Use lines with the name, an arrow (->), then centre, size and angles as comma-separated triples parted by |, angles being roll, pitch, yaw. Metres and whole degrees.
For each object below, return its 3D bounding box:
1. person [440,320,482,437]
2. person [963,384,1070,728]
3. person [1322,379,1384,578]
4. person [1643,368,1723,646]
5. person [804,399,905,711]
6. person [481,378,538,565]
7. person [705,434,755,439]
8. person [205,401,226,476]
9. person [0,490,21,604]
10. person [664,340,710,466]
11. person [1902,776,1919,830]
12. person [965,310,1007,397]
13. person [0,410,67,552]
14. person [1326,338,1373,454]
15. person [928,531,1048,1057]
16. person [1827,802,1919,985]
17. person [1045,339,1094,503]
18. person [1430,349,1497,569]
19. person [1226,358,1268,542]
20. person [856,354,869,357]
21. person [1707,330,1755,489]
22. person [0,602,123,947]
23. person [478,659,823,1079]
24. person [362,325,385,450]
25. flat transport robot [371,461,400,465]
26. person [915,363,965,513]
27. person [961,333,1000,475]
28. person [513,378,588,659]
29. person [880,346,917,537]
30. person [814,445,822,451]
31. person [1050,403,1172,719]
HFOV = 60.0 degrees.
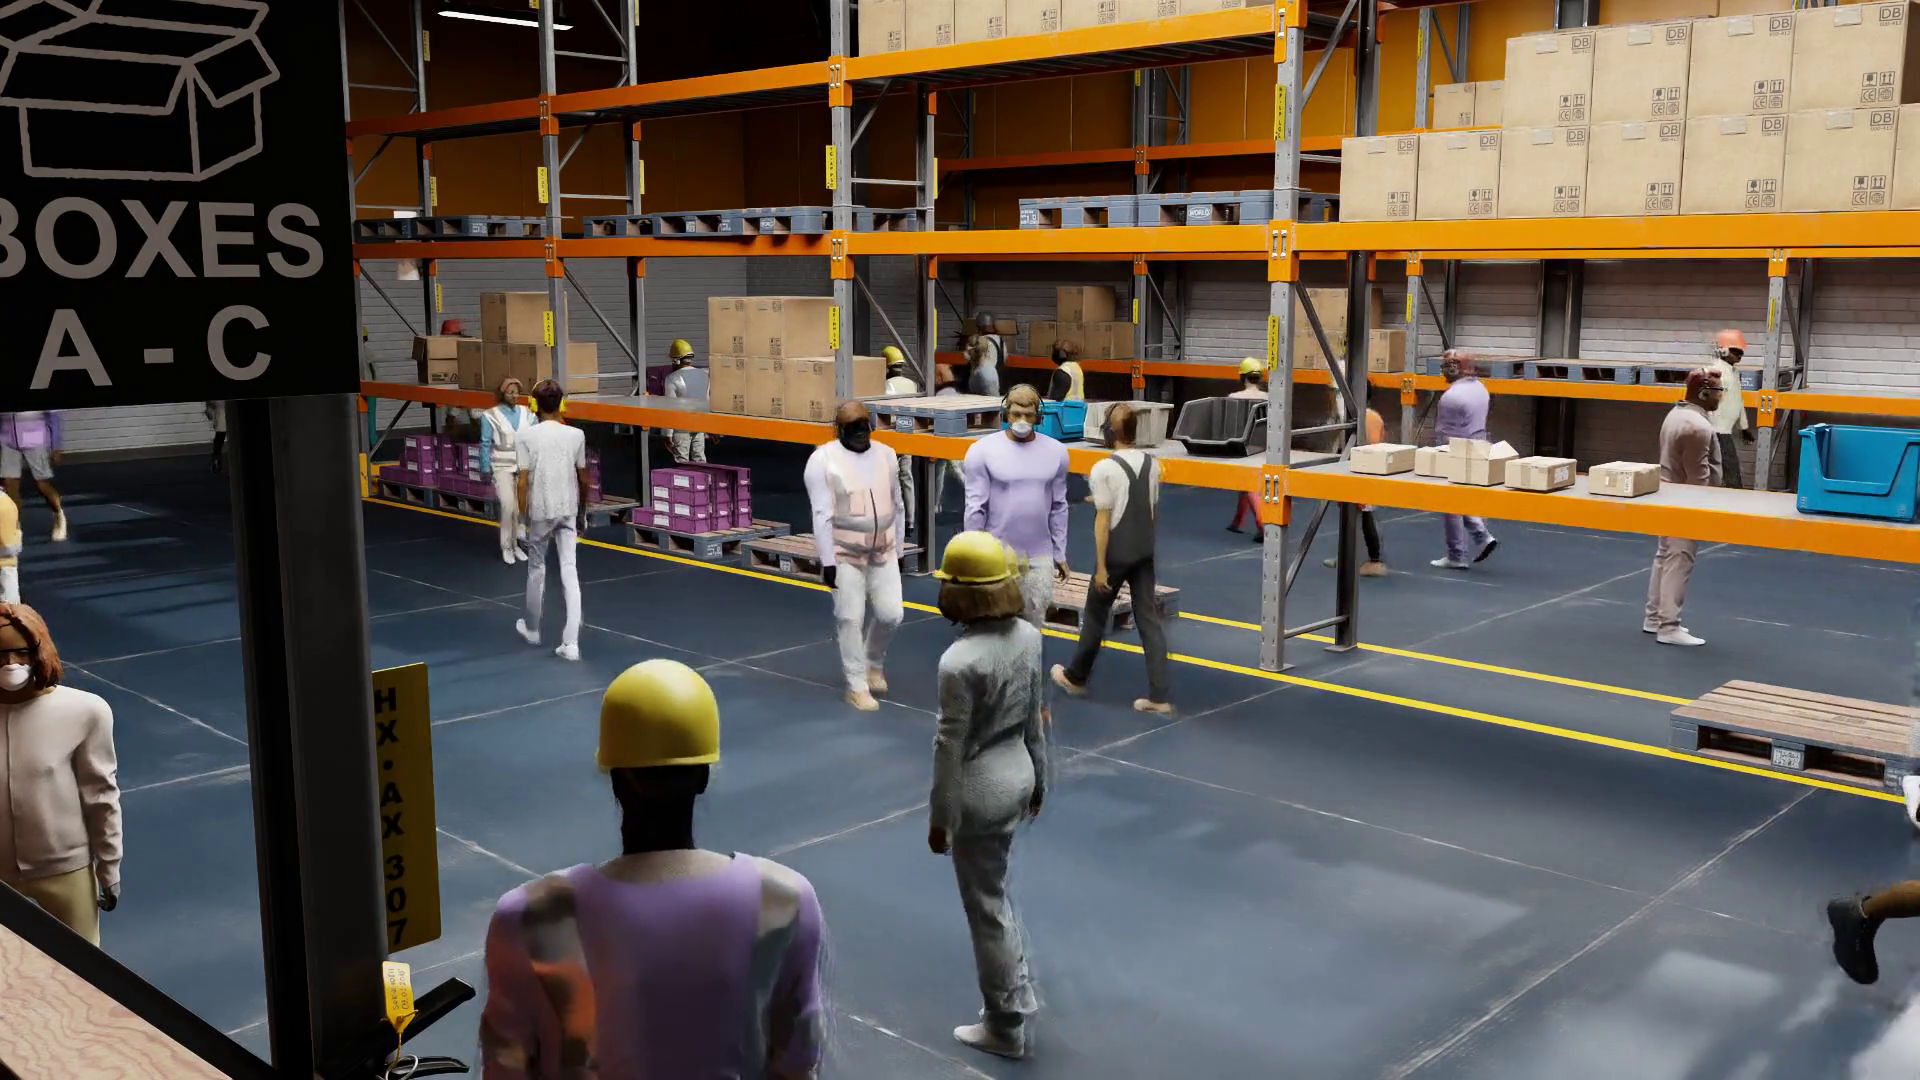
person -> -6.512, -1.887, 21.527 | 0.577, 1.885, 0.893 | 9, 13, 43
person -> 0.322, 0.098, 9.242 | 0.627, 1.934, 0.370 | -3, 10, -20
person -> 3.258, -0.528, 13.900 | 0.709, 1.666, 0.538 | 7, 11, 35
person -> 4.989, -0.228, 11.384 | 0.397, 1.898, 0.643 | 1, 9, 7
person -> -0.584, 0.090, 9.650 | 0.642, 1.823, 0.431 | -6, 11, -31
person -> -3.863, -0.594, 14.447 | 0.524, 1.622, 0.523 | -8, 12, -40
person -> -3.417, -2.438, 25.023 | 0.958, 1.864, 0.651 | -2, 9, -10
person -> -8.905, -1.684, 20.278 | 0.633, 1.929, 0.969 | -7, 12, -38
person -> -4.542, 0.373, 7.628 | 0.579, 1.906, 0.453 | 2, 10, 13
person -> -2.866, -1.172, 17.371 | 0.403, 1.827, 0.588 | 8, 12, 39
person -> 4.558, 0.592, 7.221 | 0.650, 1.611, 0.520 | 7, 12, 37
person -> 0.417, -2.082, 22.280 | 0.827, 2.000, 0.689 | 6, 11, 33
person -> -8.534, -0.911, 15.181 | 0.622, 2.018, 0.883 | -1, 9, -8
person -> 4.467, -1.398, 18.756 | 0.916, 1.826, 0.494 | 7, 12, 38
person -> 0.076, 0.824, 5.394 | 0.414, 1.723, 0.518 | 6, 11, 34
person -> 3.282, 0.736, 5.448 | 0.551, 1.900, 0.704 | -3, 10, -19
person -> 1.202, -1.303, 18.236 | 0.926, 1.805, 0.620 | 2, 10, 14
person -> 4.238, -0.673, 14.103 | 0.463, 1.885, 0.663 | 8, 12, 41
person -> 2.761, -0.866, 15.788 | 0.524, 1.726, 0.889 | -5, 10, -27
person -> -1.174, -1.272, 18.580 | 0.537, 1.615, 0.531 | 7, 11, 36
person -> 7.610, -1.067, 16.308 | 0.936, 1.957, 0.621 | 7, 12, 37
person -> -2.686, 0.975, 4.806 | 0.497, 1.629, 0.277 | -4, 10, -22
person -> -0.520, 1.148, 2.934 | 0.584, 1.891, 0.954 | -5, 10, -26
person -> -8.458, -2.160, 23.584 | 0.533, 1.772, 0.296 | 1, 9, 9
flat transport robot -> -6.683, -0.826, 19.990 | 1.431, 0.197, 0.652 | -2, 10, -15
person -> -0.071, -1.037, 17.250 | 0.801, 1.594, 0.519 | 3, 10, 18
person -> 0.217, -1.084, 16.534 | 0.455, 1.925, 0.635 | 0, 9, 0
person -> -2.743, -0.155, 11.102 | 0.550, 1.826, 0.926 | -5, 11, -30
person -> -0.635, -0.912, 15.742 | 0.404, 1.829, 0.600 | 7, 12, 37
person -> -1.789, -1.980, 21.793 | 0.612, 1.994, 0.395 | -5, 10, -26
person -> 0.915, 0.102, 9.671 | 0.519, 1.792, 0.947 | -5, 11, -30
